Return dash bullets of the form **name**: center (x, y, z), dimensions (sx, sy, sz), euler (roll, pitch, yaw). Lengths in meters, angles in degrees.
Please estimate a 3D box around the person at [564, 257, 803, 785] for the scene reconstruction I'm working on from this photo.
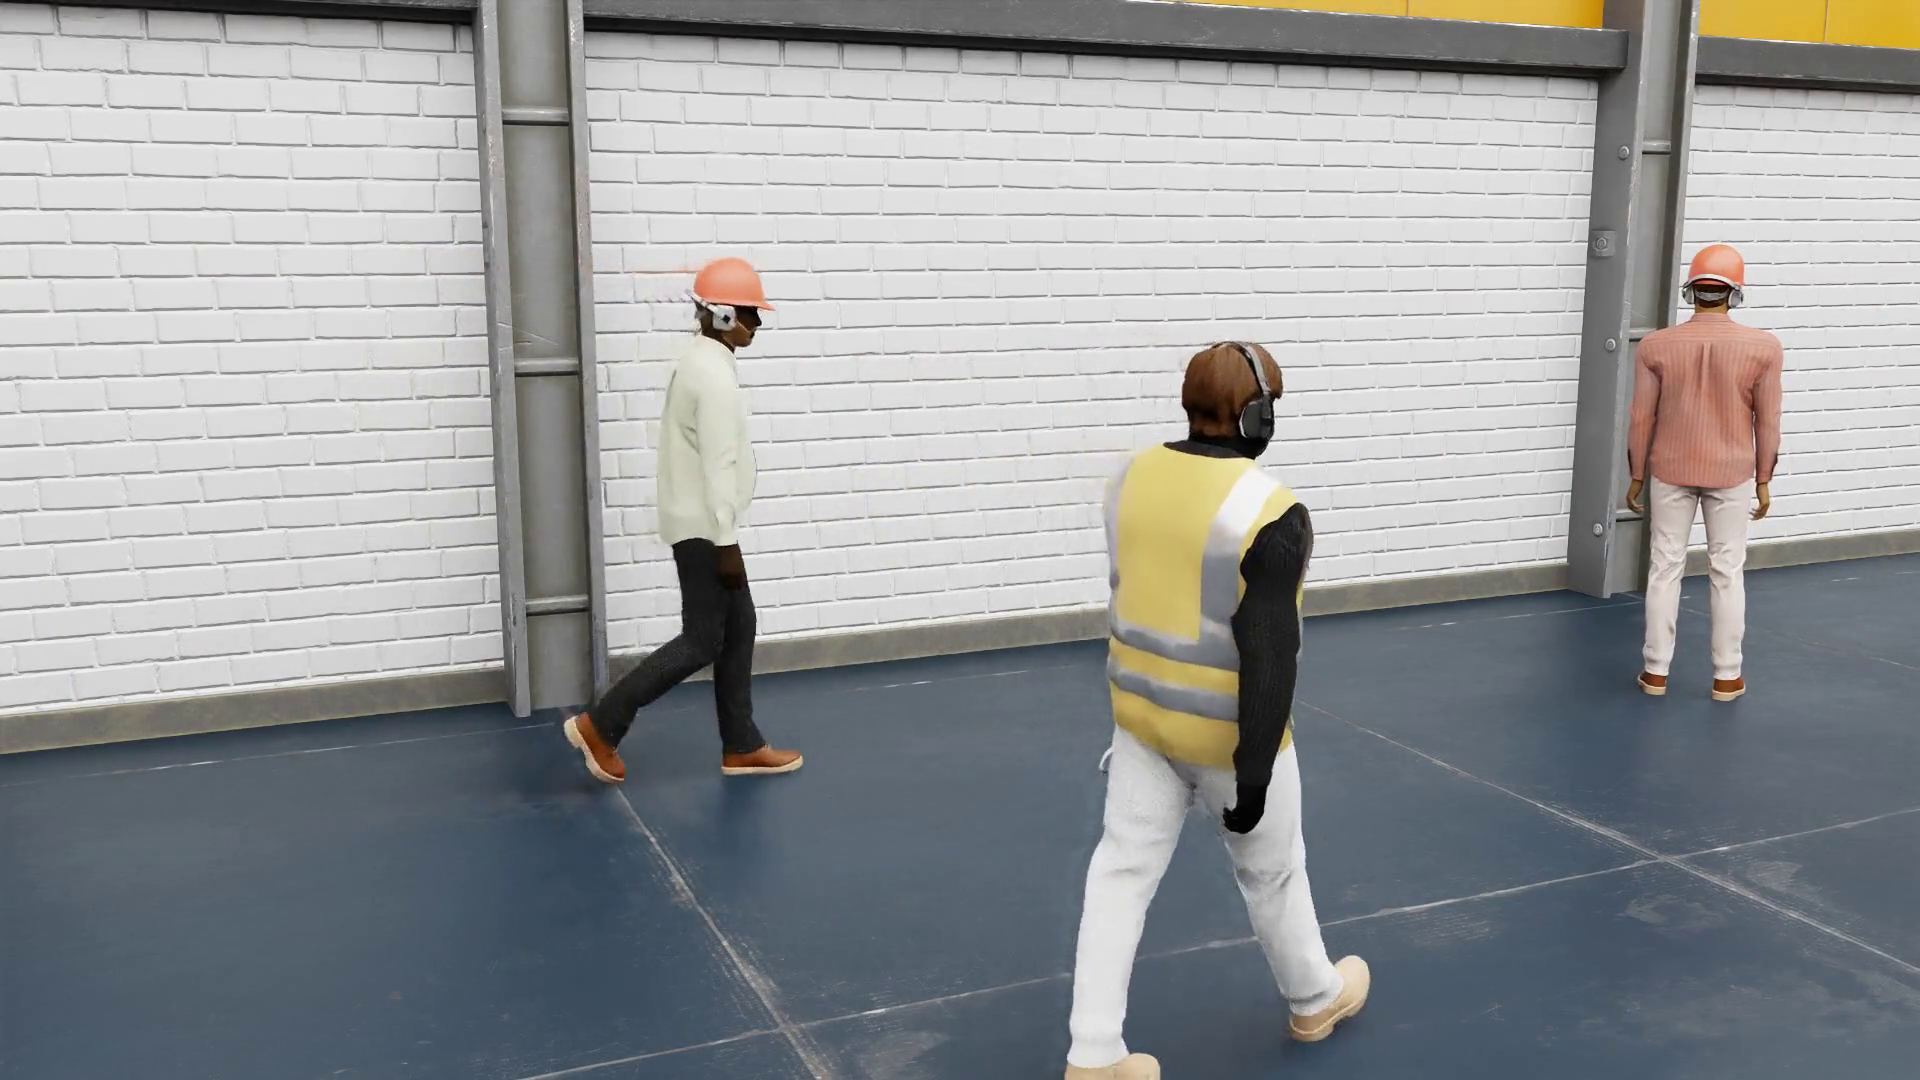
- **person**: center (-1.024, -0.044, 6.084), dimensions (0.811, 1.963, 0.611), euler (-2, 11, -12)

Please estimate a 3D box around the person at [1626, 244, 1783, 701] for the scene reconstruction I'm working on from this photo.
- **person**: center (3.260, -0.290, 7.325), dimensions (0.612, 1.996, 0.389), euler (5, 11, 26)

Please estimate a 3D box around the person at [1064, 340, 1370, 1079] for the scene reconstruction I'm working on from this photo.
- **person**: center (0.619, 0.424, 3.965), dimensions (0.978, 1.789, 0.618), euler (-9, 13, -40)
